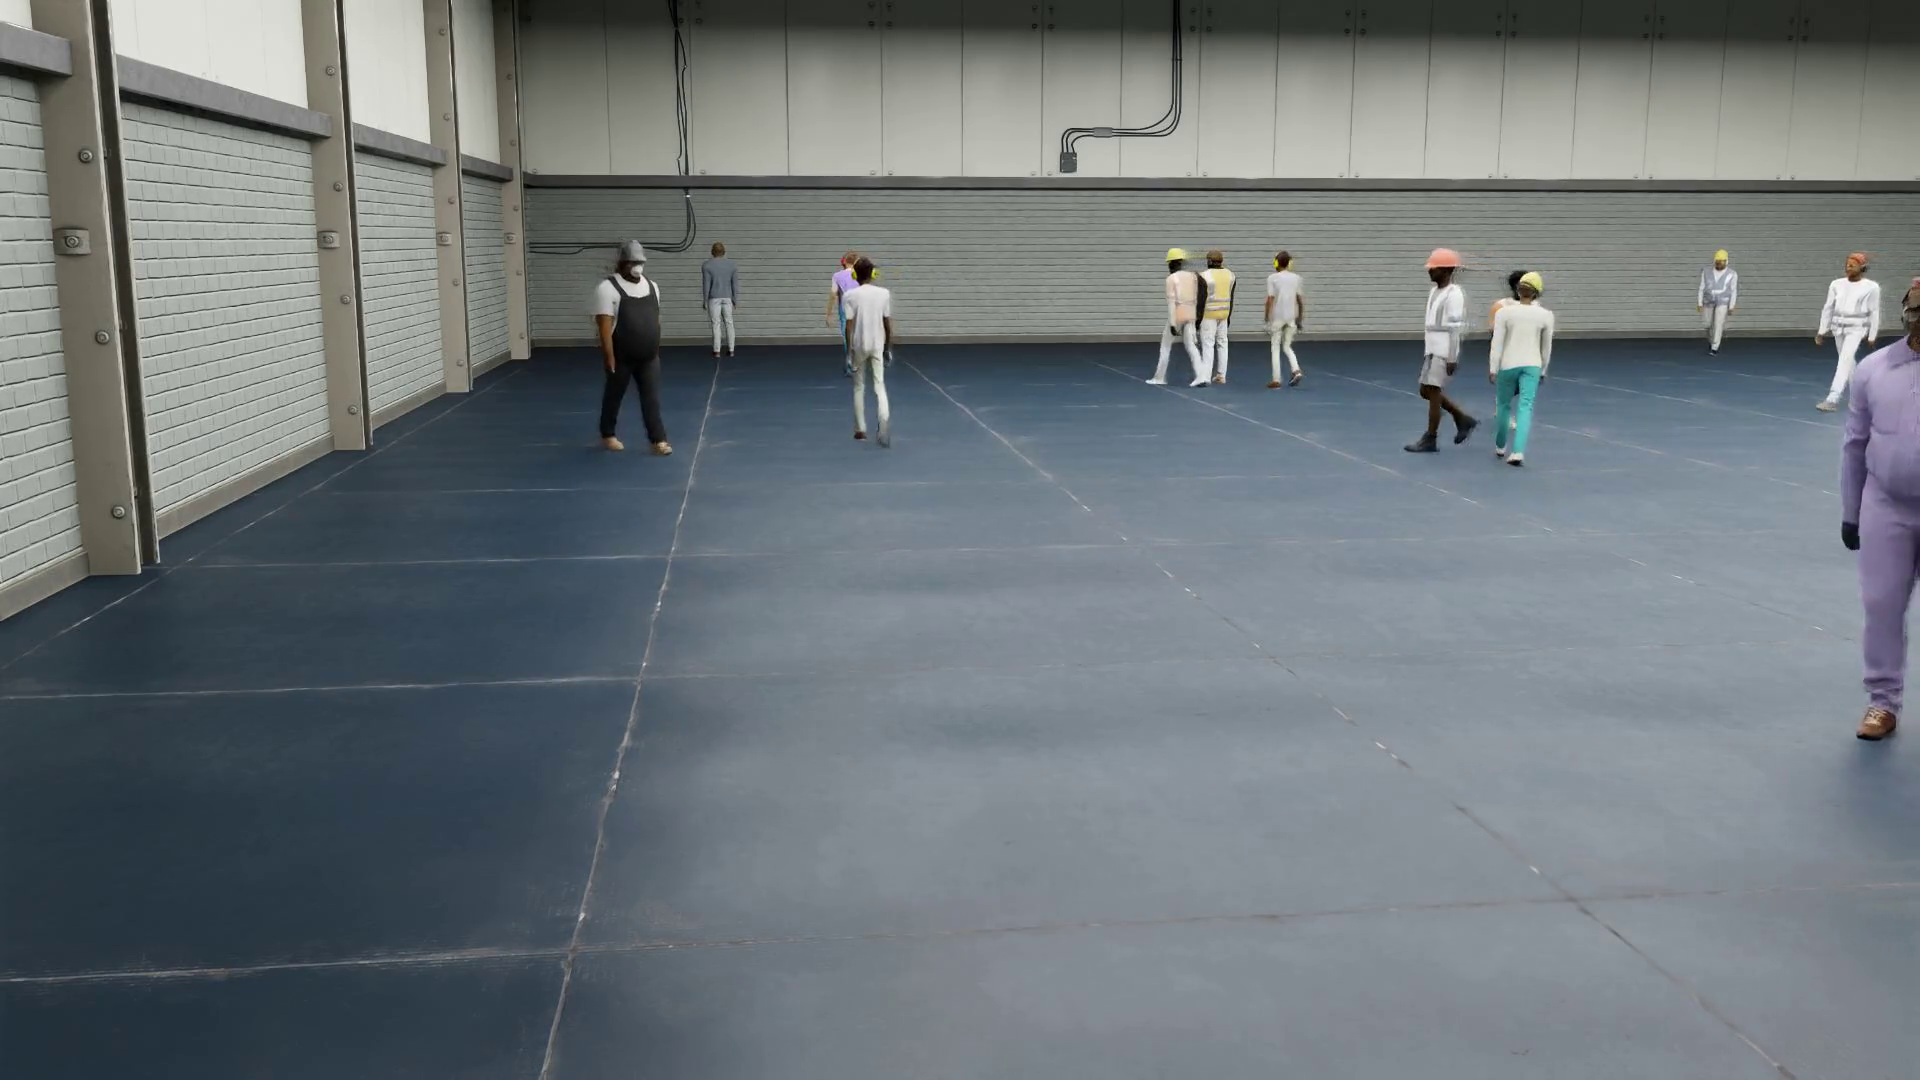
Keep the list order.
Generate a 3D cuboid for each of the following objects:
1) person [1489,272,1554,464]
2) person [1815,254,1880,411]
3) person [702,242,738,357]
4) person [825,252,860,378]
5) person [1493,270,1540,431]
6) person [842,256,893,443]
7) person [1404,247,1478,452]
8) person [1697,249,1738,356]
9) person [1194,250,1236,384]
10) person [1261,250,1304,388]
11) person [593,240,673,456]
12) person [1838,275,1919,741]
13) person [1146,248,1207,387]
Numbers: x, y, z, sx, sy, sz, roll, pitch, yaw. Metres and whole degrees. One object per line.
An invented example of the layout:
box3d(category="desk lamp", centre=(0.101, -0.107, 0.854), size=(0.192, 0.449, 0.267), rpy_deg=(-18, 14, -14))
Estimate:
box3d(category="person", centre=(5.041, -1.547, 14.972), size=(0.538, 1.702, 0.935), rpy_deg=(2, 11, 11))
box3d(category="person", centre=(10.437, -2.430, 19.498), size=(1.007, 1.837, 0.571), rpy_deg=(-6, 12, -28))
box3d(category="person", centre=(-4.053, -4.058, 28.104), size=(0.634, 1.936, 0.351), rpy_deg=(-6, 12, -30))
box3d(category="person", centre=(-1.619, -3.273, 24.175), size=(0.696, 1.790, 0.889), rpy_deg=(-5, 11, -26))
box3d(category="person", centre=(5.832, -2.012, 17.575), size=(0.534, 1.684, 0.554), rpy_deg=(-2, 11, -11))
box3d(category="person", centre=(-0.888, -1.868, 16.374), size=(0.525, 1.845, 0.785), rpy_deg=(-3, 11, -15))
box3d(category="person", centre=(4.552, -1.773, 15.610), size=(0.630, 1.926, 0.558), rpy_deg=(-1, 10, -4))
box3d(category="person", centre=(13.006, -4.080, 28.552), size=(0.606, 1.814, 0.631), rpy_deg=(8, 13, 37))
box3d(category="person", centre=(3.488, -3.069, 22.946), size=(0.627, 1.844, 0.429), rpy_deg=(-6, 12, -31))
box3d(category="person", centre=(4.328, -2.930, 22.179), size=(0.575, 1.846, 0.492), rpy_deg=(-4, 11, -21))
box3d(category="person", centre=(-3.098, -1.819, 15.543), size=(0.689, 2.000, 0.998), rpy_deg=(-9, 13, -39))
box3d(category="person", centre=(3.898, -0.133, 6.726), size=(0.655, 1.883, 0.537), rpy_deg=(8, 13, 38))
box3d(category="person", centre=(2.984, -3.004, 22.515), size=(0.575, 1.881, 0.955), rpy_deg=(-9, 13, -39))
